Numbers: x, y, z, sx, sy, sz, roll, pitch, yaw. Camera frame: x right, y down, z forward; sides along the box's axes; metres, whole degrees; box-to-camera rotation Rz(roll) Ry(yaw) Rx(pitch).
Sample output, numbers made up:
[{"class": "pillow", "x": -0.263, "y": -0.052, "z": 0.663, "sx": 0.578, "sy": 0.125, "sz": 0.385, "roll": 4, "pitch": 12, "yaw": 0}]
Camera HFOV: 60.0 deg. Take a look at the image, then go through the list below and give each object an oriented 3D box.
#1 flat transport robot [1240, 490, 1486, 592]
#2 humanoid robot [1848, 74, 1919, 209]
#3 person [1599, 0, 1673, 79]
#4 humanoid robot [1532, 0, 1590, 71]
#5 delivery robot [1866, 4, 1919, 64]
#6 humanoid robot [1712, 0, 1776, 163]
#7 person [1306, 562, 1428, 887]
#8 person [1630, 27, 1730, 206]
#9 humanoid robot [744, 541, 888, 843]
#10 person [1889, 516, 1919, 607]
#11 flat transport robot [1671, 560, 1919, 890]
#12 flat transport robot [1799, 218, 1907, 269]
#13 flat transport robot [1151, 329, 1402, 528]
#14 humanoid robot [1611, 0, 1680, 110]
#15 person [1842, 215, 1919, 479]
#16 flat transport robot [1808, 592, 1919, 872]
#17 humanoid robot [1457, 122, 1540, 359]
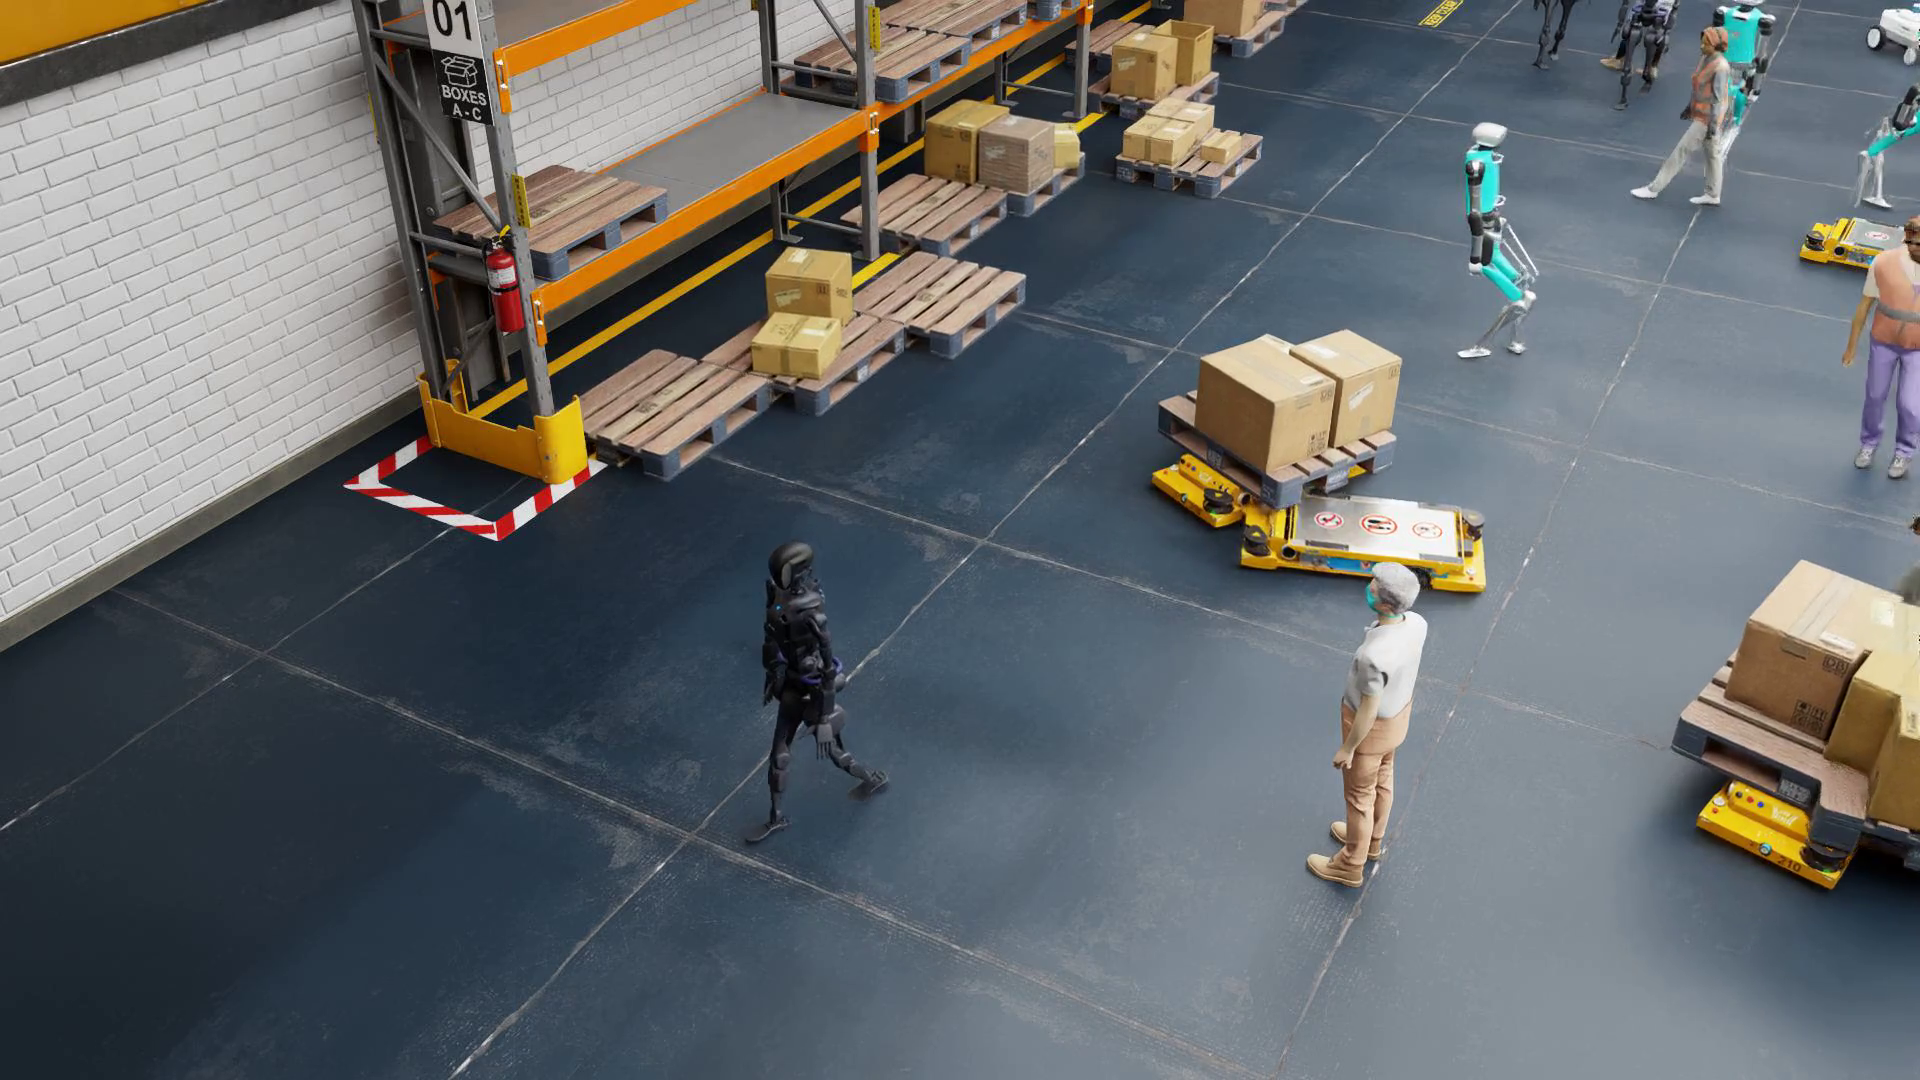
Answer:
[{"class": "flat transport robot", "x": 2.462, "y": -0.005, "z": 10.156, "sx": 1.431, "sy": 0.231, "sz": 0.659, "roll": 7, "pitch": 34, "yaw": 10}, {"class": "humanoid robot", "x": 8.175, "y": -3.683, "z": 14.416, "sx": 0.530, "sy": 1.785, "sz": 0.793, "roll": -13, "pitch": 36, "yaw": -19}, {"class": "person", "x": 7.284, "y": -5.776, "z": 17.612, "sx": 0.544, "sy": 1.675, "sz": 0.714, "roll": -17, "pitch": 37, "yaw": -24}, {"class": "humanoid robot", "x": 6.487, "y": -5.930, "z": 17.872, "sx": 0.605, "sy": 1.637, "sz": 0.609, "roll": 1, "pitch": 33, "yaw": 2}, {"class": "delivery robot", "x": 10.491, "y": -5.615, "z": 18.380, "sx": 0.499, "sy": 0.590, "sz": 0.793, "roll": -5, "pitch": 34, "yaw": -8}, {"class": "humanoid robot", "x": 7.182, "y": -4.235, "z": 15.259, "sx": 0.545, "sy": 1.756, "sz": 1.000, "roll": 27, "pitch": 42, "yaw": 35}, {"class": "person", "x": 1.865, "y": 0.833, "z": 7.547, "sx": 0.321, "sy": 1.747, "sz": 0.469, "roll": 23, "pitch": 40, "yaw": 31}, {"class": "person", "x": 6.414, "y": -3.690, "z": 14.518, "sx": 0.822, "sy": 1.591, "sz": 0.520, "roll": 11, "pitch": 35, "yaw": 16}, {"class": "humanoid robot", "x": -0.706, "y": 0.707, "z": 7.862, "sx": 0.787, "sy": 1.638, "sz": 0.586, "roll": -24, "pitch": 40, "yaw": -31}, {"class": "person", "x": 5.189, "y": -0.036, "z": 8.806, "sx": 0.794, "sy": 1.807, "sz": 0.584, "roll": 11, "pitch": 35, "yaw": 16}, {"class": "flat transport robot", "x": 4.330, "y": 1.171, "z": 8.376, "sx": 0.659, "sy": 0.231, "sz": 1.431, "roll": 27, "pitch": 42, "yaw": 34}, {"class": "flat transport robot", "x": 7.771, "y": -2.361, "z": 13.719, "sx": 1.431, "sy": 0.231, "sz": 0.659, "roll": 20, "pitch": 38, "yaw": 27}, {"class": "flat transport robot", "x": 2.022, "y": -0.499, "z": 10.904, "sx": 1.431, "sy": 0.231, "sz": 0.659, "roll": -20, "pitch": 38, "yaw": -27}, {"class": "humanoid robot", "x": 6.917, "y": -5.193, "z": 16.738, "sx": 0.588, "sy": 1.632, "sz": 0.579, "roll": 21, "pitch": 39, "yaw": 29}, {"class": "person", "x": 6.007, "y": -1.247, "z": 10.639, "sx": 0.607, "sy": 1.801, "sz": 0.481, "roll": 18, "pitch": 37, "yaw": 25}, {"class": "flat transport robot", "x": 4.675, "y": 1.323, "z": 8.147, "sx": 1.431, "sy": 0.231, "sz": 0.659, "roll": 15, "pitch": 36, "yaw": 21}, {"class": "humanoid robot", "x": 3.988, "y": -2.087, "z": 11.966, "sx": 0.886, "sy": 1.763, "sz": 0.591, "roll": 16, "pitch": 37, "yaw": 22}]
